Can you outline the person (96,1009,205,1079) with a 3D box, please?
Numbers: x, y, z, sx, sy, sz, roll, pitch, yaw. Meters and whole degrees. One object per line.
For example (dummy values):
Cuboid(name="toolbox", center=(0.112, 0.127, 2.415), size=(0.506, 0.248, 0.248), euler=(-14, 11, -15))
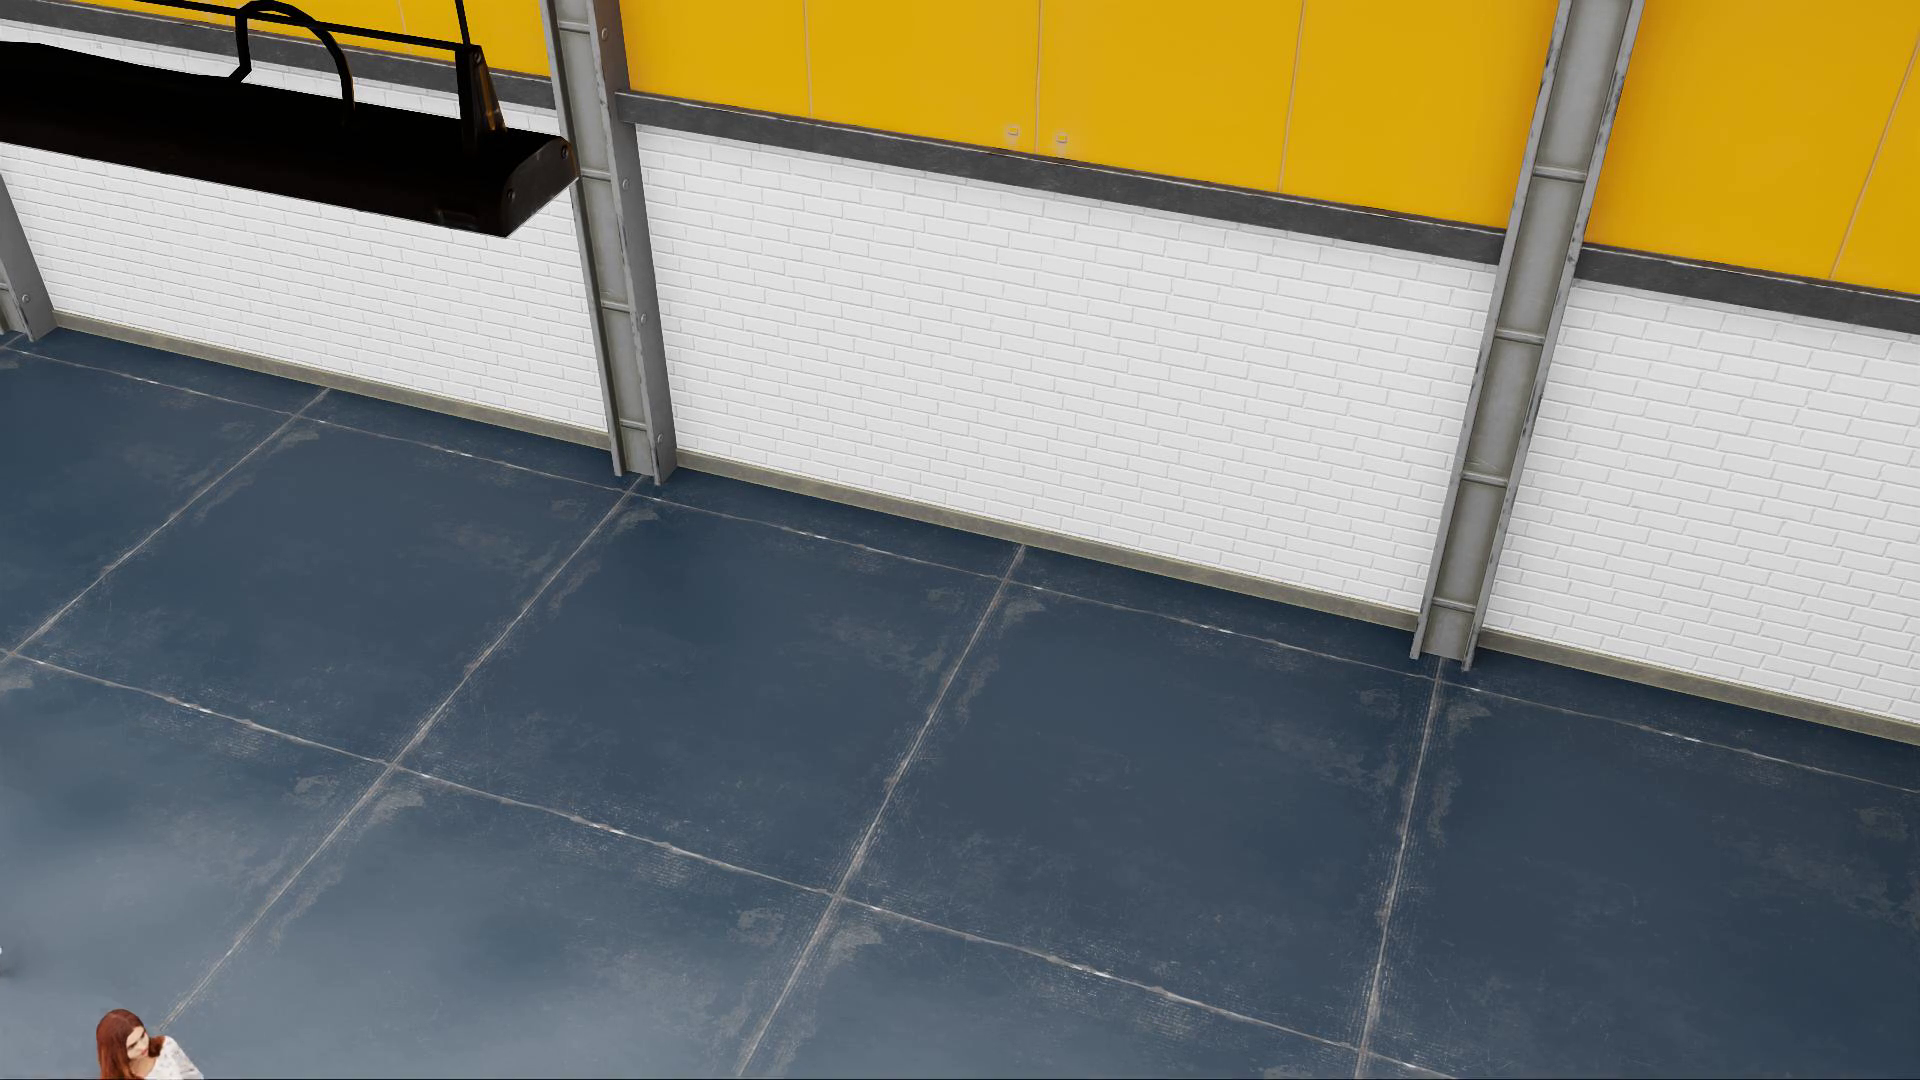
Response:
Cuboid(name="person", center=(-3.564, 2.640, 7.389), size=(0.667, 1.717, 0.623), euler=(18, 42, 21))
